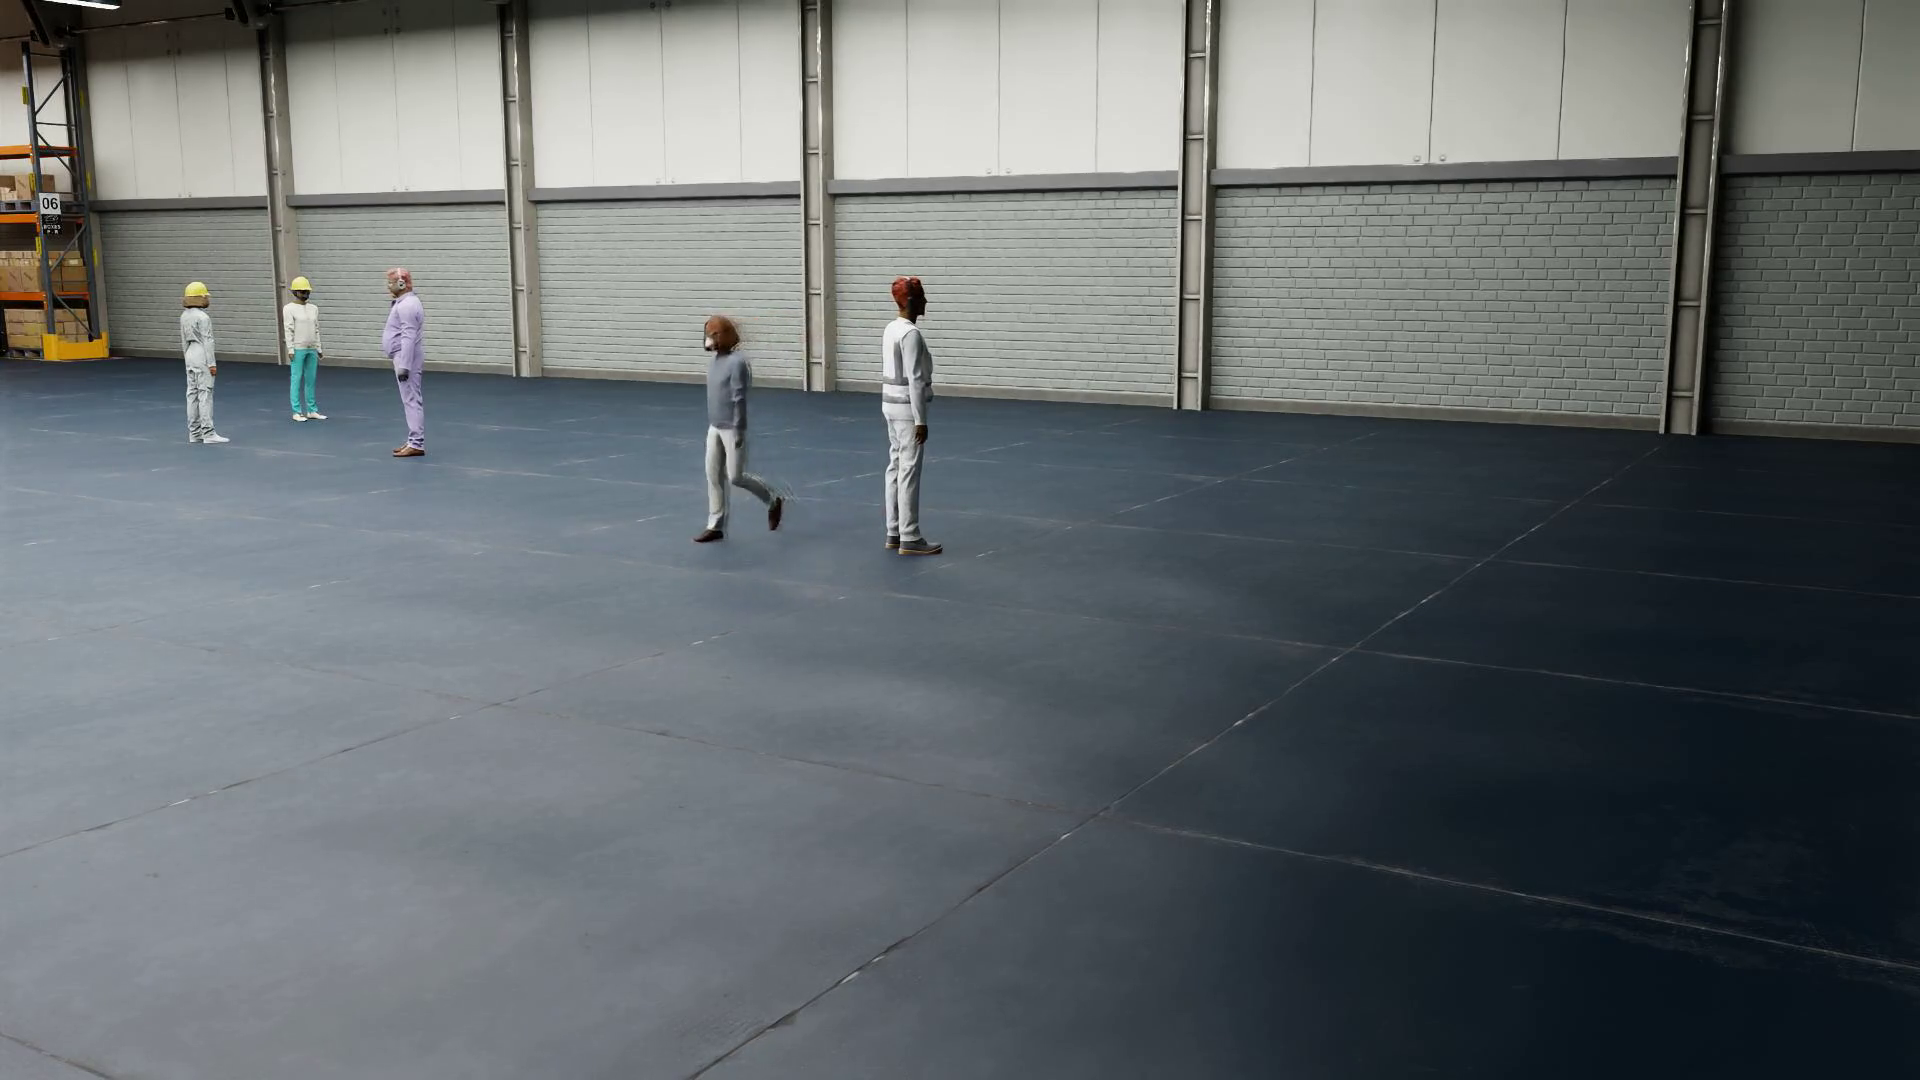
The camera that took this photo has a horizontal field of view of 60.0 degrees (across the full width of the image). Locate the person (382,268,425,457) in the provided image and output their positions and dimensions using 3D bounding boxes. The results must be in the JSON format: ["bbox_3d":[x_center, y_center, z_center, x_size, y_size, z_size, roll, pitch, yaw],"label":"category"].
[{"bbox_3d":[-5.629,-1.798,16.866,0.410,1.907,0.642,-3,10,-16],"label":"person"}]

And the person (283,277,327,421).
[{"bbox_3d":[-8.071,-2.347,20.485,0.315,1.769,0.525,4,11,24],"label":"person"}]

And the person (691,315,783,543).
[{"bbox_3d":[-1.603,-0.791,11.807,0.628,1.614,0.507,-8,13,-40],"label":"person"}]

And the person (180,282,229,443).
[{"bbox_3d":[-8.235,-1.922,18.065,0.487,1.744,0.297,6,12,33],"label":"person"}]

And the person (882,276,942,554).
[{"bbox_3d":[-0.346,-0.844,11.341,0.353,1.884,0.578,-4,10,-20],"label":"person"}]
